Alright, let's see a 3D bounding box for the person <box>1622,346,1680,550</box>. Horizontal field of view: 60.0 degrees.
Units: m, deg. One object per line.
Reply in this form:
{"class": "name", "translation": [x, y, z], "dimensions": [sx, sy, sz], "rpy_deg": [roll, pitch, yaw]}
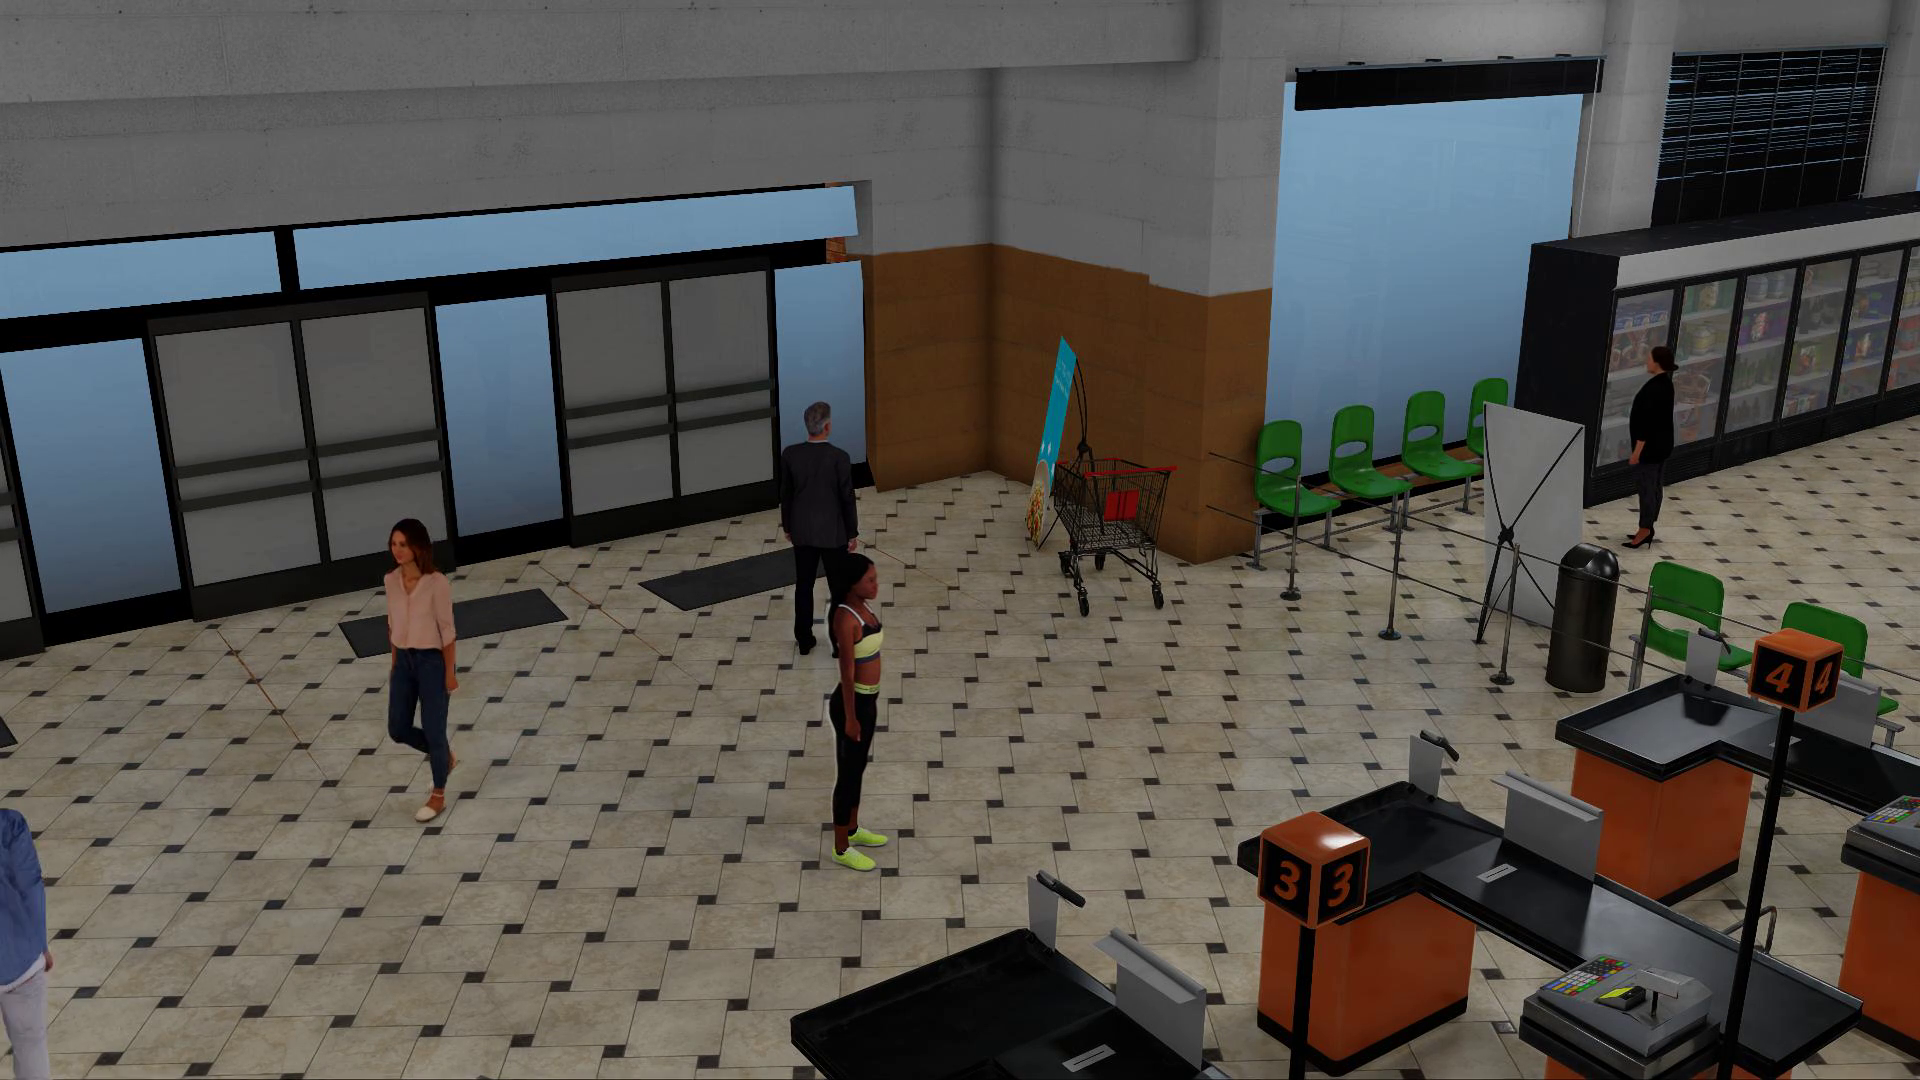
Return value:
{"class": "person", "translation": [5.808, -0.777, 13.957], "dimensions": [0.688, 1.719, 0.715], "rpy_deg": [13, 22, 33]}

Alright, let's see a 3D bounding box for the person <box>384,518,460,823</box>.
{"class": "person", "translation": [-3.003, 0.701, 9.470], "dimensions": [0.779, 1.784, 0.836], "rpy_deg": [7, 20, 19]}

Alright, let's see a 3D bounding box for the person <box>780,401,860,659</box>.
{"class": "person", "translation": [-0.983, -0.077, 11.691], "dimensions": [0.771, 1.839, 0.866], "rpy_deg": [5, 19, 15]}

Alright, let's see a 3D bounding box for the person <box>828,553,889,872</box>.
{"class": "person", "translation": [-0.571, 0.899, 8.931], "dimensions": [0.693, 1.754, 0.639], "rpy_deg": [4, 19, 11]}
